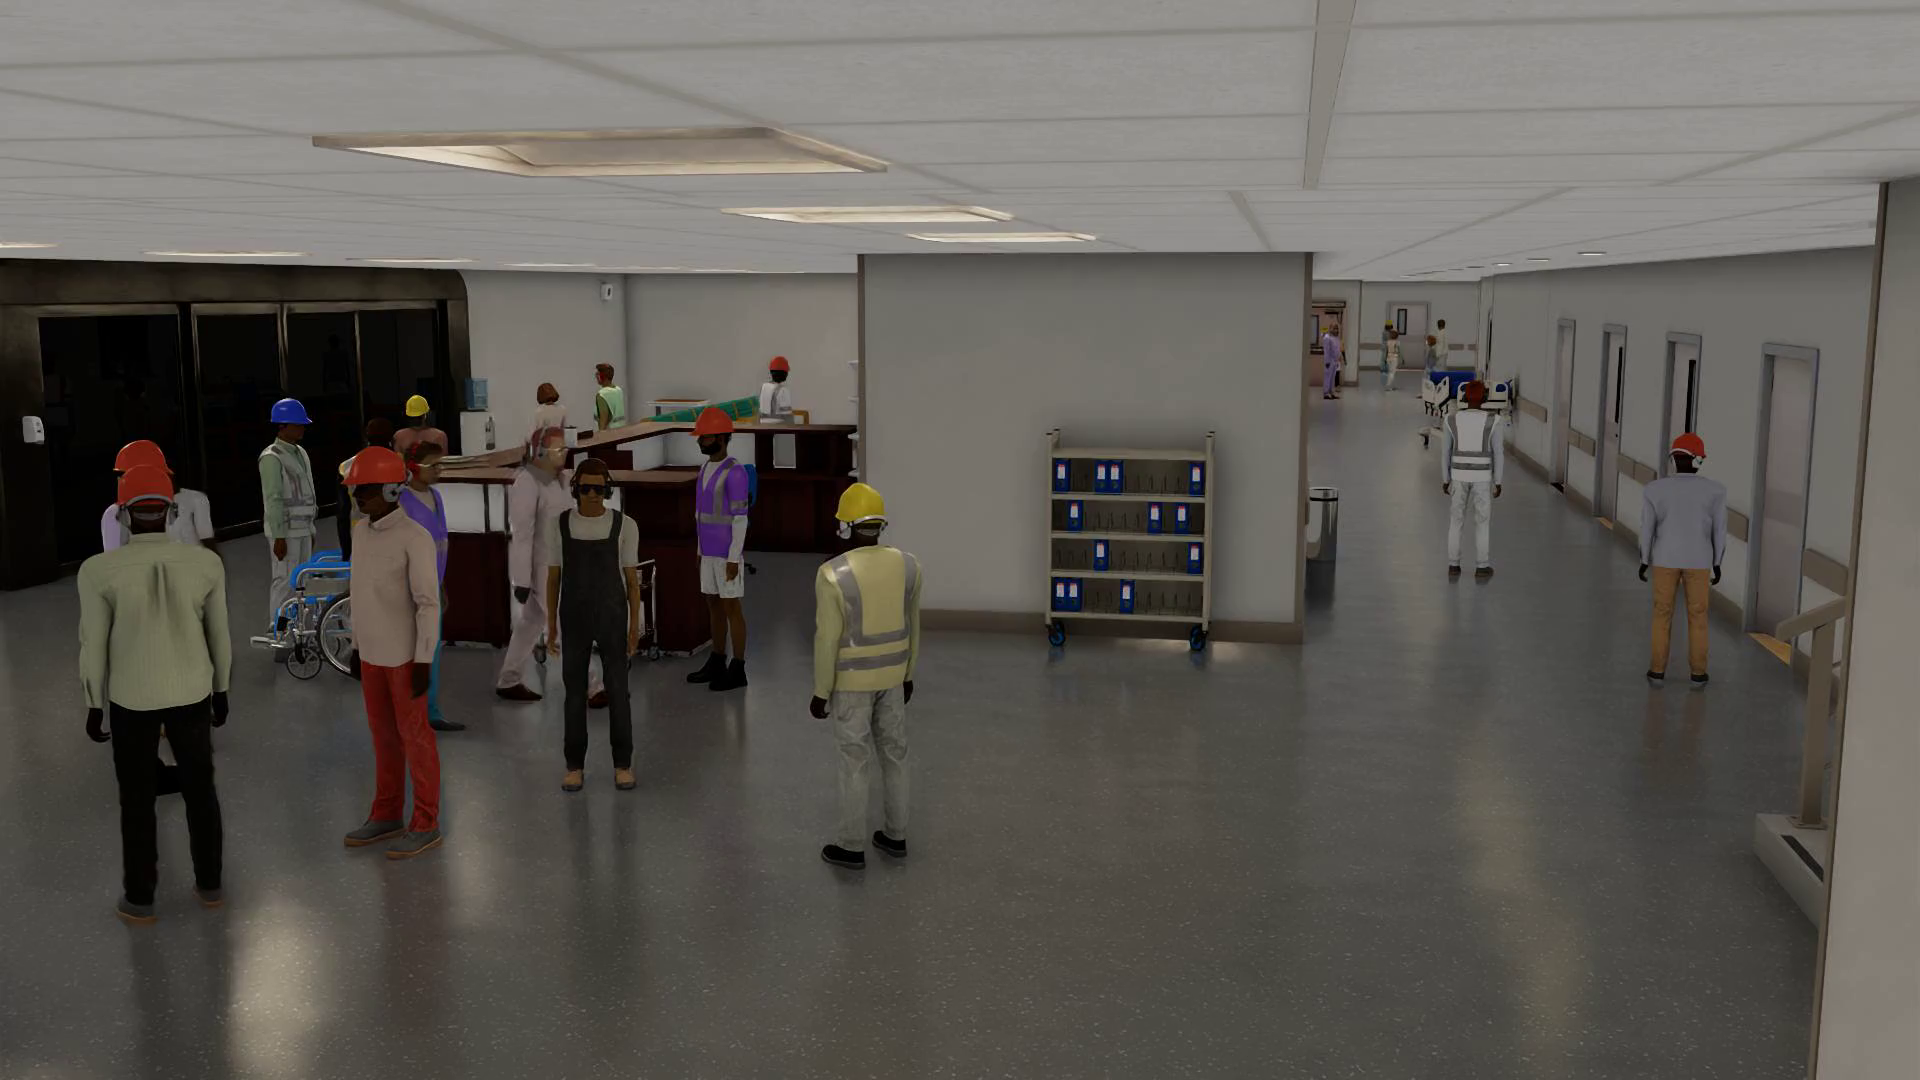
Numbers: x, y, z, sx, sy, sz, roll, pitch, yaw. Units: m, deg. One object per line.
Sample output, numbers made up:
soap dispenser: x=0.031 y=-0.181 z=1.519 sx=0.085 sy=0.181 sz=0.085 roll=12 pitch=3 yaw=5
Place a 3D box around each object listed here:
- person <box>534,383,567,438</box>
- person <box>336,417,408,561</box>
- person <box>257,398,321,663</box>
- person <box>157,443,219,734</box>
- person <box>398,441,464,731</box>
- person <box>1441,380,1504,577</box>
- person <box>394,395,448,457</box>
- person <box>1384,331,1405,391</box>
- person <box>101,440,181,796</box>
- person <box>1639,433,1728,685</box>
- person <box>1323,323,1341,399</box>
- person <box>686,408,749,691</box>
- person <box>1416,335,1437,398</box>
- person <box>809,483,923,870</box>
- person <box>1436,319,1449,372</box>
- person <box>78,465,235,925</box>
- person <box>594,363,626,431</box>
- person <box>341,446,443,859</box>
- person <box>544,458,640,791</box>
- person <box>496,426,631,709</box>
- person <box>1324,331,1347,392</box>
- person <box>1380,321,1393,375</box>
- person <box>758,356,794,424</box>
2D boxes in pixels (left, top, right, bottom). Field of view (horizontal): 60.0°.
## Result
person: x=-4.893 y=-1.061 z=19.876 sx=0.289 sy=1.632 sz=0.497 roll=5 pitch=10 yaw=30
person: x=-4.117 y=0.040 z=11.920 sx=0.631 sy=1.835 sz=0.429 roll=-3 pitch=9 yaw=-19
person: x=-4.917 y=-0.070 z=12.250 sx=0.395 sy=1.945 sz=0.618 roll=0 pitch=9 yaw=-1
person: x=-4.606 y=0.340 z=9.927 sx=0.638 sy=1.837 sz=0.513 roll=3 pitch=9 yaw=21
person: x=-3.303 y=0.312 z=10.135 sx=0.404 sy=1.836 sz=0.562 roll=1 pitch=9 yaw=4
person: x=4.888 y=-0.584 z=15.872 sx=0.575 sy=1.884 sz=0.355 roll=5 pitch=10 yaw=29
person: x=-5.058 y=-0.480 z=15.602 sx=0.522 sy=1.762 sz=0.320 roll=0 pitch=9 yaw=-2
person: x=11.816 y=-4.850 z=45.115 sx=0.783 sy=1.606 sz=0.529 roll=-6 pitch=10 yaw=-35
person: x=-4.428 y=0.421 z=9.067 sx=0.550 sy=1.928 sz=0.390 roll=8 pitch=12 yaw=43
person: x=5.025 y=0.130 z=11.585 sx=0.563 sy=1.747 sz=0.339 roll=4 pitch=9 yaw=23
person: x=9.304 y=-4.463 z=41.560 sx=0.410 sy=1.904 sz=0.639 roll=6 pitch=10 yaw=34
person: x=-1.663 y=0.062 z=11.412 sx=0.356 sy=1.938 sz=0.543 roll=-7 pitch=11 yaw=-37
person: x=11.861 y=-4.327 z=41.650 sx=0.741 sy=1.610 sz=0.505 roll=1 pitch=9 yaw=4
person: x=-0.461 y=0.642 z=7.902 sx=0.589 sy=1.834 sz=0.403 roll=-7 pitch=11 yaw=-38
person: x=13.089 y=-5.030 z=45.205 sx=0.366 sy=1.936 sz=0.630 roll=6 pitch=10 yaw=33
person: x=-3.505 y=0.665 z=7.280 sx=0.622 sy=1.983 sz=0.418 roll=-8 pitch=11 yaw=-41
person: x=-4.280 y=-1.236 z=20.331 sx=0.389 sy=1.846 sz=0.565 roll=1 pitch=9 yaw=10
person: x=-2.763 y=0.538 z=8.056 sx=0.609 sy=1.996 sz=0.383 roll=7 pitch=11 yaw=37
person: x=-2.000 y=0.464 z=9.080 sx=0.509 sy=1.838 sz=0.343 roll=-1 pitch=9 yaw=-6
person: x=-2.658 y=0.178 z=10.910 sx=0.989 sy=1.855 sz=0.653 roll=1 pitch=9 yaw=7
person: x=9.975 y=-4.771 z=44.296 sx=0.582 sy=1.689 sz=0.320 roll=-1 pitch=9 yaw=-5
person: x=13.704 y=-6.149 z=53.264 sx=0.484 sy=1.745 sz=0.297 roll=-7 pitch=11 yaw=-39
person: x=-2.220 y=-1.334 z=20.781 sx=0.845 sy=1.900 sz=0.571 roll=-7 pitch=11 yaw=-38
